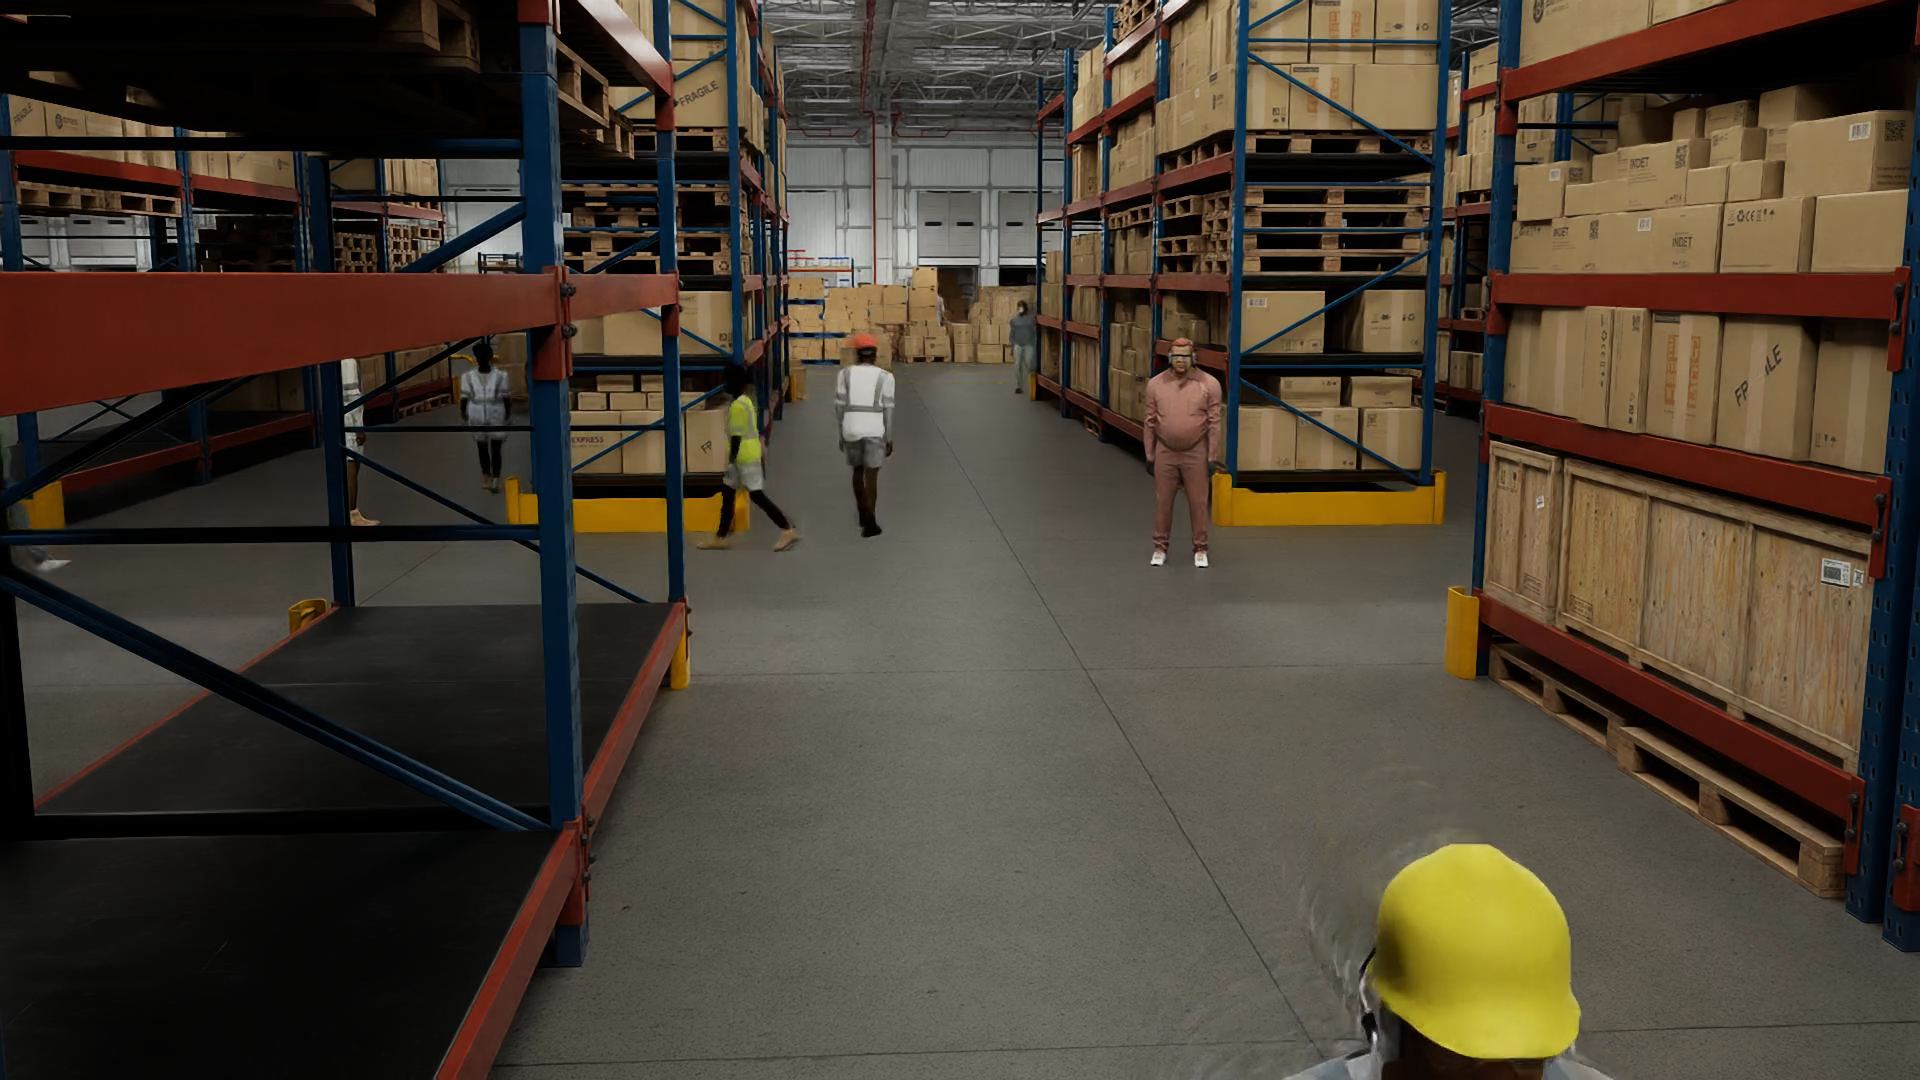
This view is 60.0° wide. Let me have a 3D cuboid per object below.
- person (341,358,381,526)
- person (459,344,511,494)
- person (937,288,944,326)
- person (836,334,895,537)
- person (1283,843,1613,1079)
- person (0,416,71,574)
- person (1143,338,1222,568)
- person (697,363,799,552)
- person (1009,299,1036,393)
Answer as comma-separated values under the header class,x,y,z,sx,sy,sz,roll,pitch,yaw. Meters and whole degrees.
class,x,y,z,sx,sy,sz,roll,pitch,yaw
person,-5.772,-1.110,15.719,0.373,2.043,0.615,-8,12,-42
person,-5.258,-1.342,18.421,0.547,1.642,0.886,-1,9,-9
person,-0.812,-7.975,59.161,0.630,1.937,0.373,7,11,37
person,-0.884,-0.996,15.662,0.556,1.837,1.084,1,9,6
person,0.551,1.209,1.996,0.612,1.780,0.946,0,9,-2
person,-7.542,-0.470,13.127,0.843,1.591,0.506,1,9,4
person,1.821,-0.709,13.676,0.639,1.897,0.397,3,9,16
person,-1.824,-0.709,14.443,0.879,1.656,0.535,-1,9,-5
person,1.310,-3.956,33.976,0.641,1.919,0.568,3,10,20
